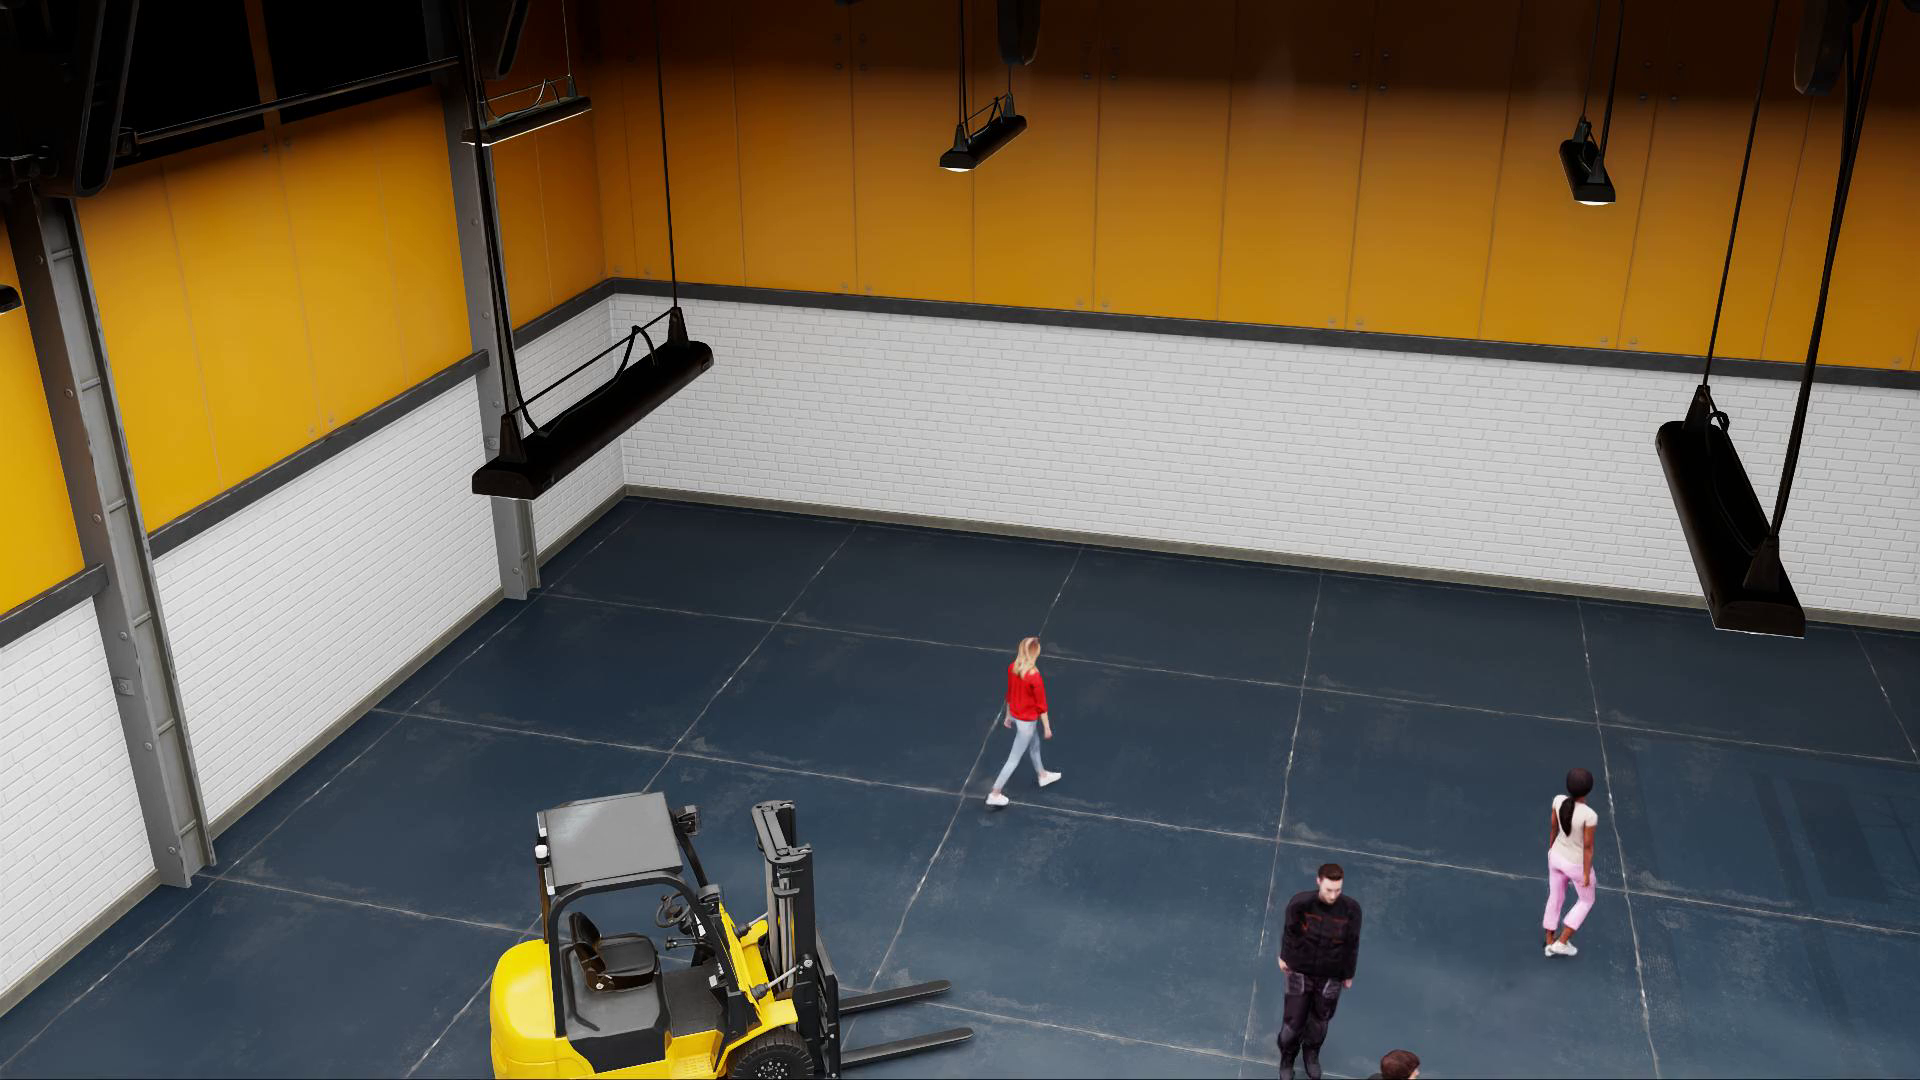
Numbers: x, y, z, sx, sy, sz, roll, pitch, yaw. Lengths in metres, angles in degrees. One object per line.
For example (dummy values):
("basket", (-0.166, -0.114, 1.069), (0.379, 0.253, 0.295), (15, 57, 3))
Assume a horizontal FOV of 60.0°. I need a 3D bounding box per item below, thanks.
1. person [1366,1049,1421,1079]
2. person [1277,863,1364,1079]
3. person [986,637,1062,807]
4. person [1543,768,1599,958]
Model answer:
("person", (2.579, 3.888, 10.247), (0.842, 1.840, 0.687), (-5, 24, -11))
("person", (2.564, 3.067, 12.058), (0.761, 1.892, 0.764), (1, 24, 3))
("person", (0.538, 1.722, 15.425), (1.211, 1.660, 1.096), (-15, 28, -31))
("person", (4.819, 2.615, 13.289), (0.768, 1.734, 0.715), (-14, 27, -29))
